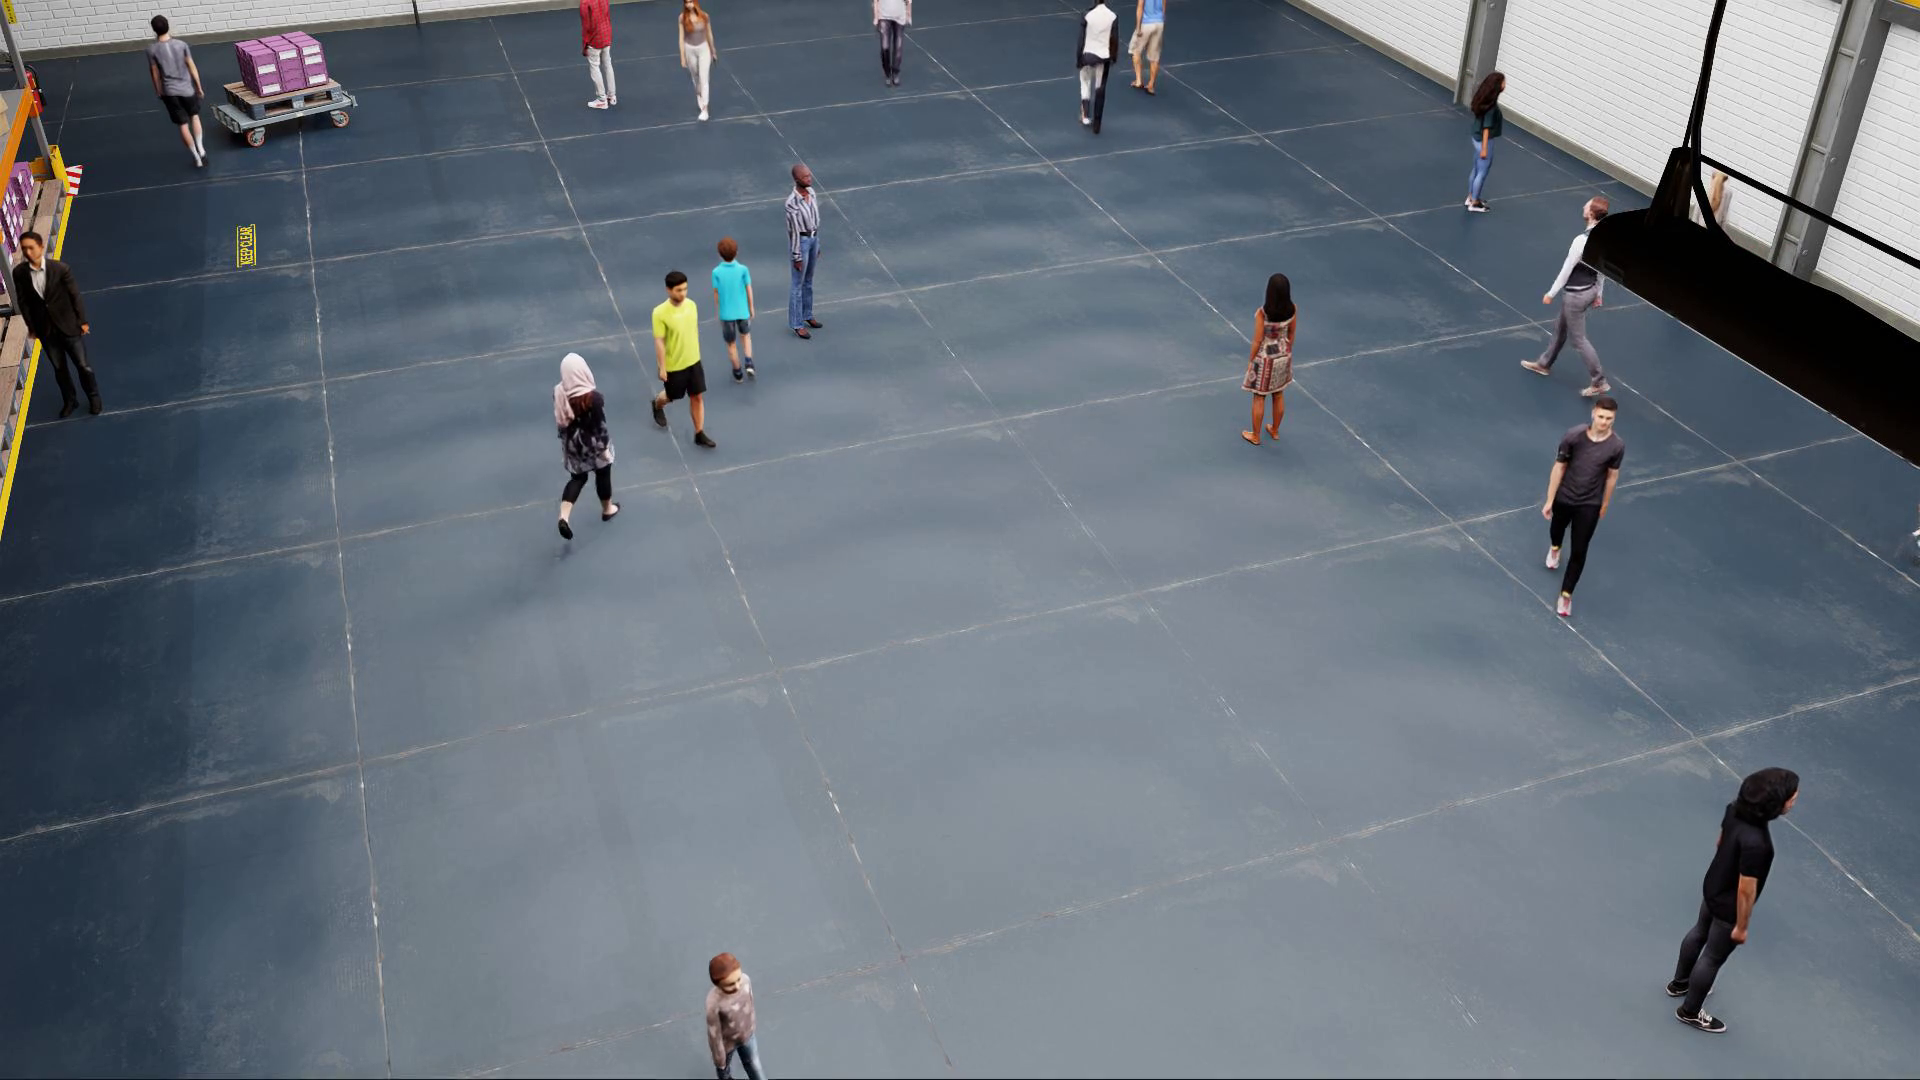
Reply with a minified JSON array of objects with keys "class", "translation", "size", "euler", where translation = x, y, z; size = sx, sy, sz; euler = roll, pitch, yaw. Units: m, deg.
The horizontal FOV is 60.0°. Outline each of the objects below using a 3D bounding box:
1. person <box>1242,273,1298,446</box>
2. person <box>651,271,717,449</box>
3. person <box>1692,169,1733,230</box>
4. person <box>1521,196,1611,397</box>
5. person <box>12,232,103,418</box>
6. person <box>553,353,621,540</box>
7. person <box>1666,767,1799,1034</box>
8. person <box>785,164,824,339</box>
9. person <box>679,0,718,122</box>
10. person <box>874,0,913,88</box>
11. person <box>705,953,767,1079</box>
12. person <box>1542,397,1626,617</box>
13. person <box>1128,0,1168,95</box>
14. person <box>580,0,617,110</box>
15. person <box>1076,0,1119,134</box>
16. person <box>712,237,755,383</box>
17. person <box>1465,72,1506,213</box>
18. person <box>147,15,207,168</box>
[{"class":"person","translation":[2.790,-1.631,14.933],"size":[0.658,1.645,0.530],"euler":[-13,36,-19]},{"class":"person","translation":[-2.569,-1.649,14.923],"size":[0.902,1.686,1.132],"euler":[-26,41,-33]},{"class":"person","translation":[8.078,-3.408,17.949],"size":[0.632,1.266,0.691],"euler":[10,35,15]},{"class":"person","translation":[5.909,-2.267,15.648],"size":[0.996,1.913,1.298],"euler":[-28,43,-35]},{"class":"person","translation":[-8.331,-2.002,15.348],"size":[0.705,1.805,0.576],"euler":[-7,34,-11]},{"class":"person","translation":[-3.120,-0.744,13.626],"size":[0.993,1.616,1.094],"euler":[11,35,16]},{"class":"person","translation":[4.310,1.982,9.330],"size":[0.769,1.830,0.633],"euler":[5,34,7]},{"class":"person","translation":[-1.577,-2.930,16.752],"size":[0.766,1.794,0.706],"euler":[14,36,20]},{"class":"person","translation":[-3.500,-6.512,22.241],"size":[0.852,1.683,1.224],"euler":[-5,34,-7]},{"class":"person","translation":[-0.957,-7.337,23.357],"size":[0.724,1.822,0.695],"euler":[-6,34,-9]},{"class":"person","translation":[-1.259,2.625,8.959],"size":[0.667,1.171,0.832],"euler":[-27,42,-34]},{"class":"person","translation":[4.802,-0.351,12.934],"size":[1.129,1.726,1.208],"euler":[14,36,19]},{"class":"person","translation":[2.673,-7.077,22.944],"size":[0.647,1.847,0.706],"euler":[-10,35,-14]},{"class":"person","translation":[-4.909,-6.791,22.540],"size":[0.784,1.819,0.757],"euler":[20,39,28]},{"class":"person","translation":[1.785,-6.239,21.659],"size":[0.841,1.874,0.876],"euler":[-2,34,-3]},{"class":"person","translation":[-2.161,-2.178,15.940],"size":[0.511,1.441,0.536],"euler":[-9,35,-14]},{"class":"person","translation":[6.121,-4.693,19.568],"size":[0.760,1.614,0.668],"euler":[3,34,4]},{"class":"person","translation":[-9.669,-5.524,20.600],"size":[0.757,1.855,0.855],"euler":[-17,37,-24]}]
